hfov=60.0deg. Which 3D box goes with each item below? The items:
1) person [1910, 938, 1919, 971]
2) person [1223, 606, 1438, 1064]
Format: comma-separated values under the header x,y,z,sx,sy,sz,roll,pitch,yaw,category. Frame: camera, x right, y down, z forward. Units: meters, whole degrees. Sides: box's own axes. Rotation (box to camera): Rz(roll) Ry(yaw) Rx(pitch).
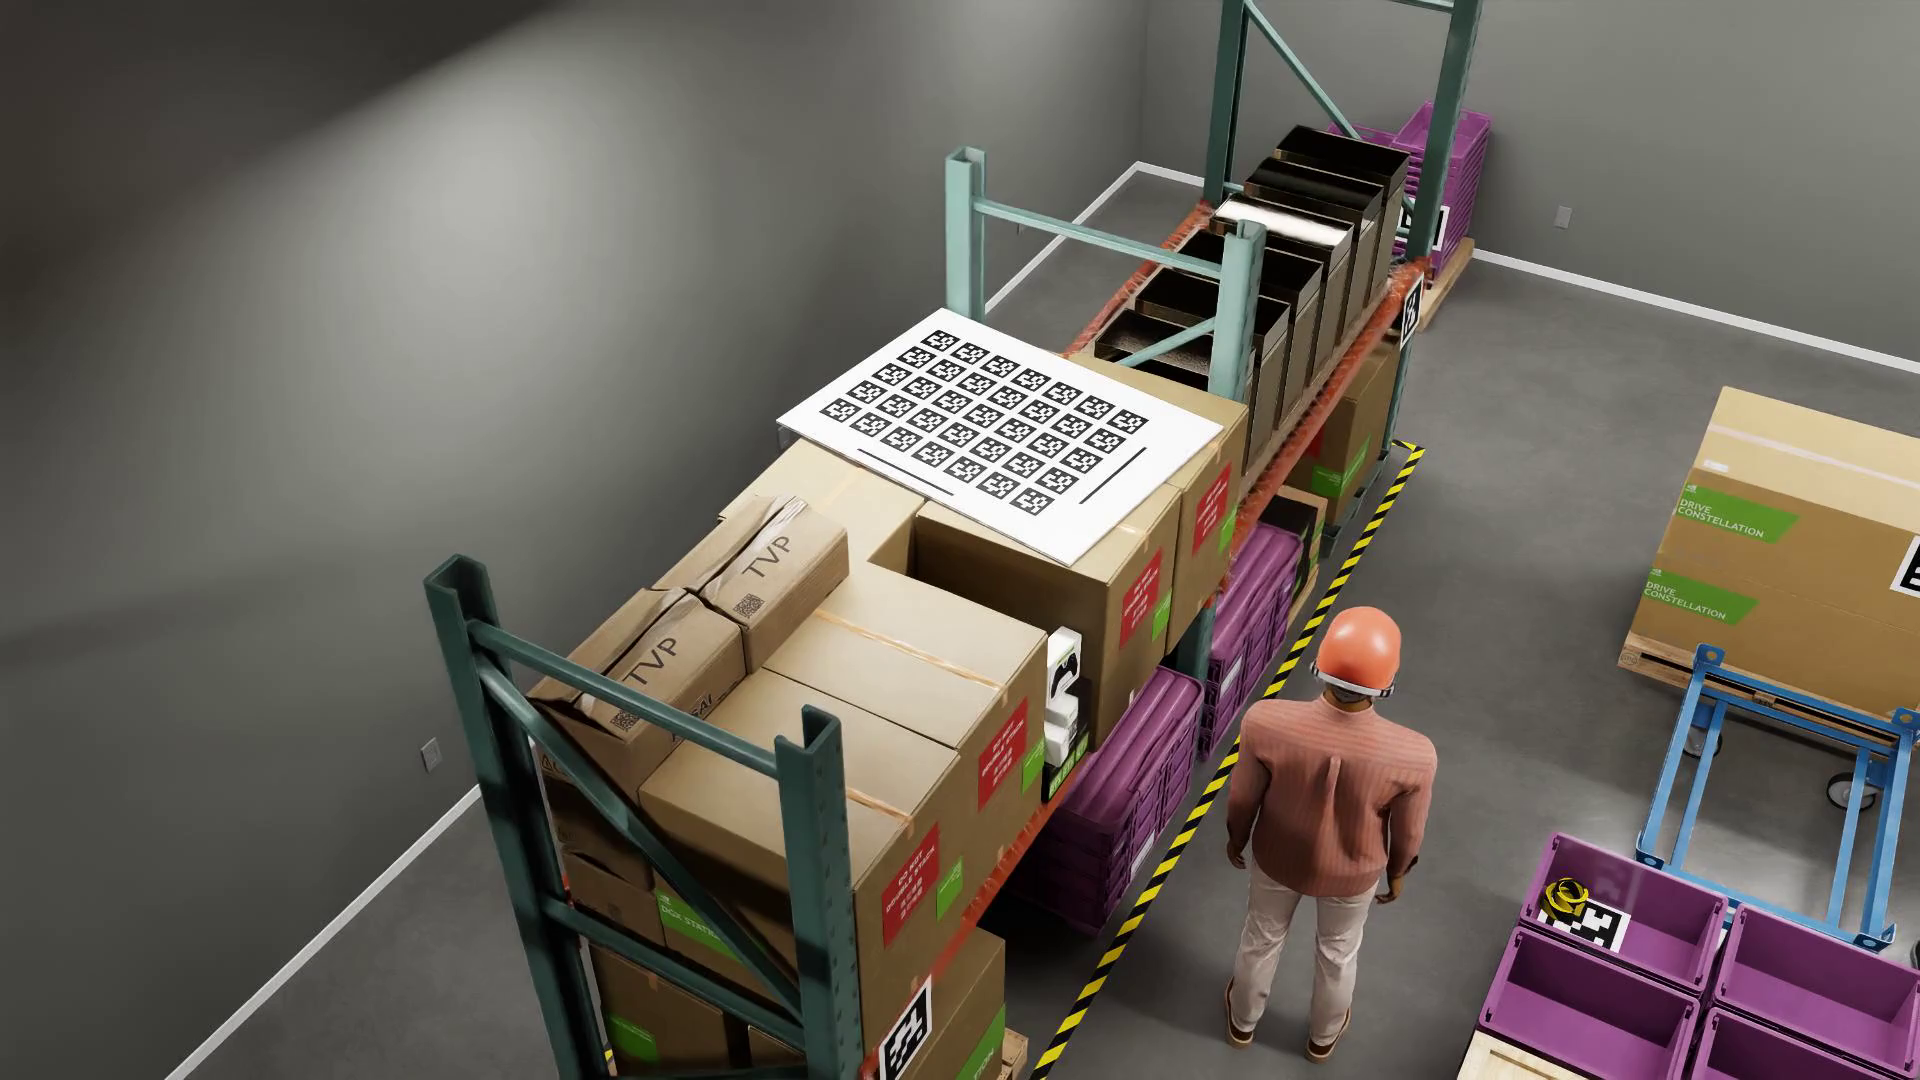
x,y,z,sx,sy,sz,roll,pitch,yaw,category
3.713,0.949,5.554,0.600,1.820,0.404,22,45,24,person
1.156,0.994,5.370,0.612,1.995,0.382,10,41,12,person
